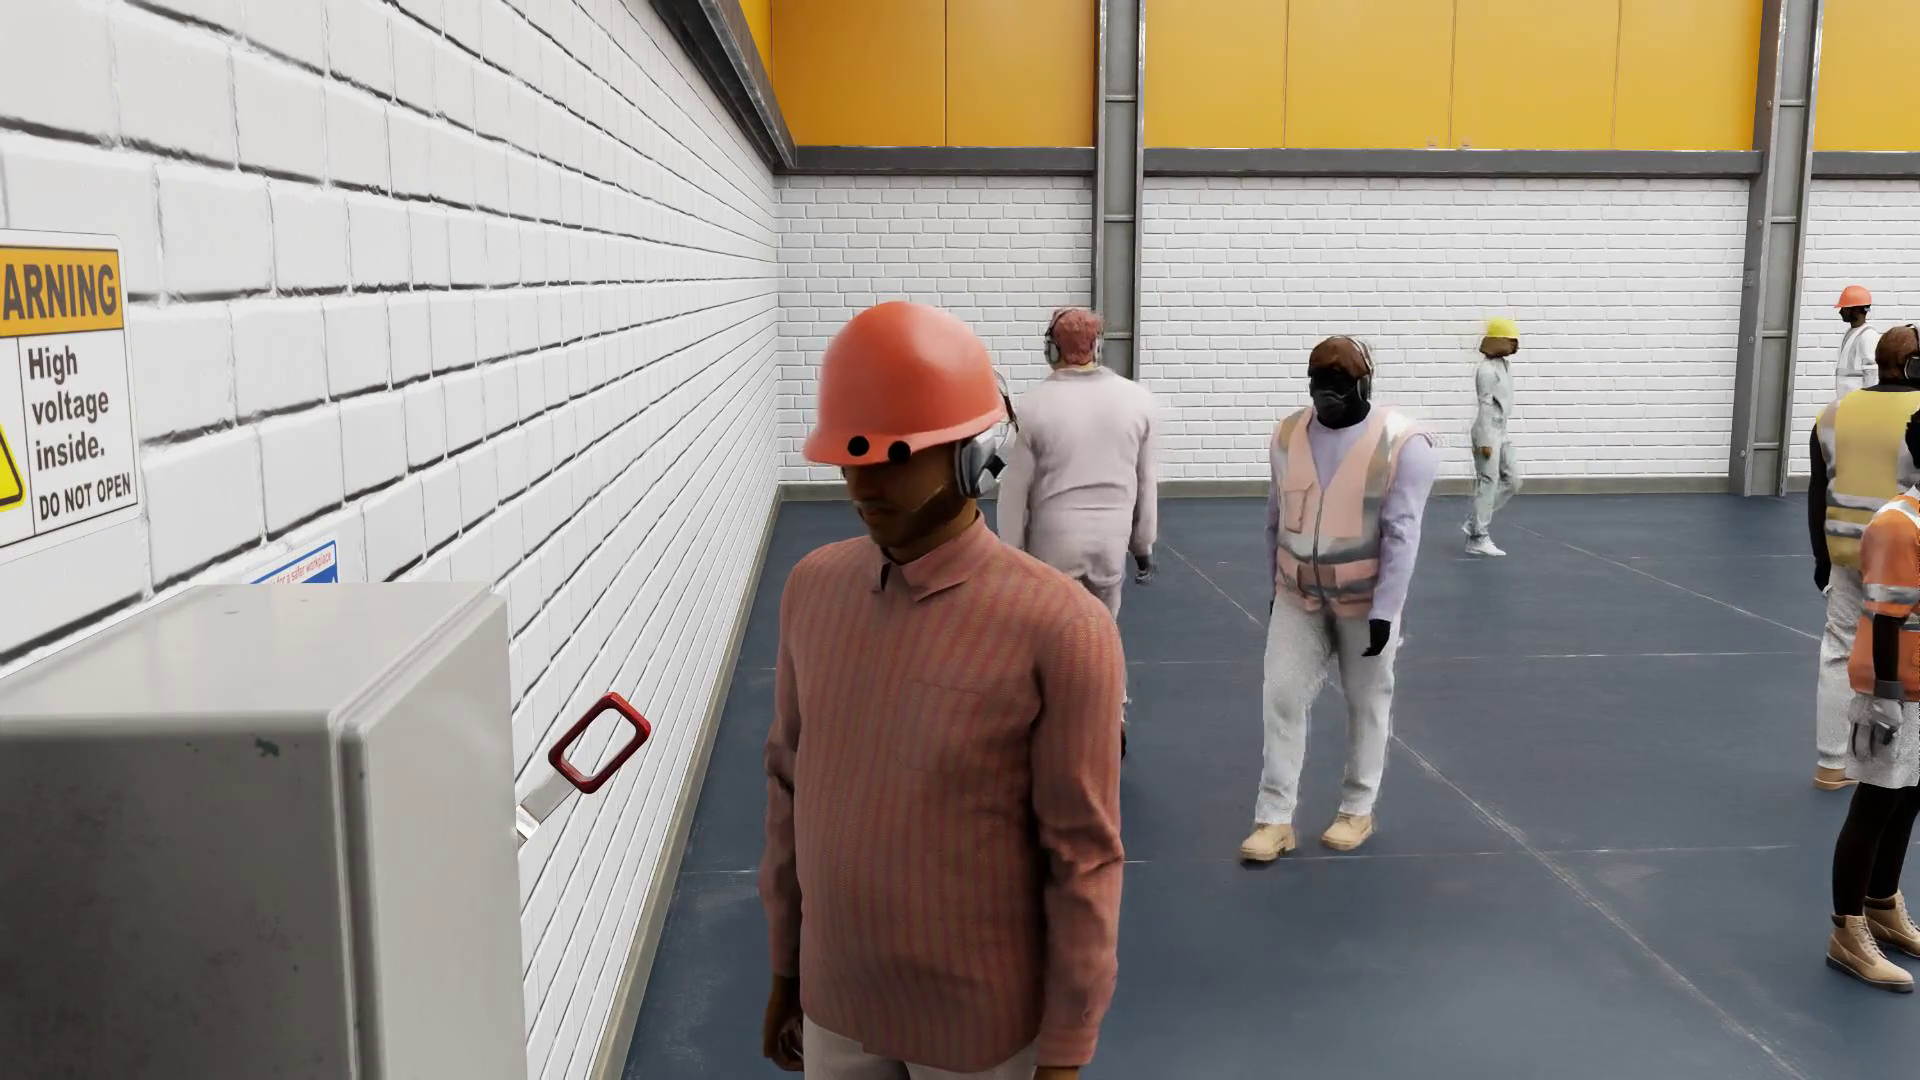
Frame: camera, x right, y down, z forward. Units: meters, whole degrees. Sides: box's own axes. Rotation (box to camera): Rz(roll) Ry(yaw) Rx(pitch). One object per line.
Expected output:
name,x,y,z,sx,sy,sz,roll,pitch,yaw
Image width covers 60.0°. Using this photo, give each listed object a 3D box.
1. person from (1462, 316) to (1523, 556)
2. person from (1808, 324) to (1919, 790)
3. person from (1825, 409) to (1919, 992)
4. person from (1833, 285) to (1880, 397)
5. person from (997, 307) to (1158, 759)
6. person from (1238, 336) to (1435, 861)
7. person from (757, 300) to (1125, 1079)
person,3.868,-0.742,11.983,0.364,1.728,0.509,6,11,34
person,3.568,0.097,6.386,0.430,1.841,0.624,-4,10,-25
person,2.742,0.424,4.772,0.539,1.694,0.318,-7,12,-39
person,7.713,-1.227,14.399,0.376,1.934,0.546,1,9,9
person,0.457,0.016,6.704,0.671,1.893,0.417,-3,10,-20
person,1.253,0.219,5.681,0.626,1.812,0.766,6,11,35
person,-0.061,0.659,2.387,0.608,1.989,0.387,7,11,36
